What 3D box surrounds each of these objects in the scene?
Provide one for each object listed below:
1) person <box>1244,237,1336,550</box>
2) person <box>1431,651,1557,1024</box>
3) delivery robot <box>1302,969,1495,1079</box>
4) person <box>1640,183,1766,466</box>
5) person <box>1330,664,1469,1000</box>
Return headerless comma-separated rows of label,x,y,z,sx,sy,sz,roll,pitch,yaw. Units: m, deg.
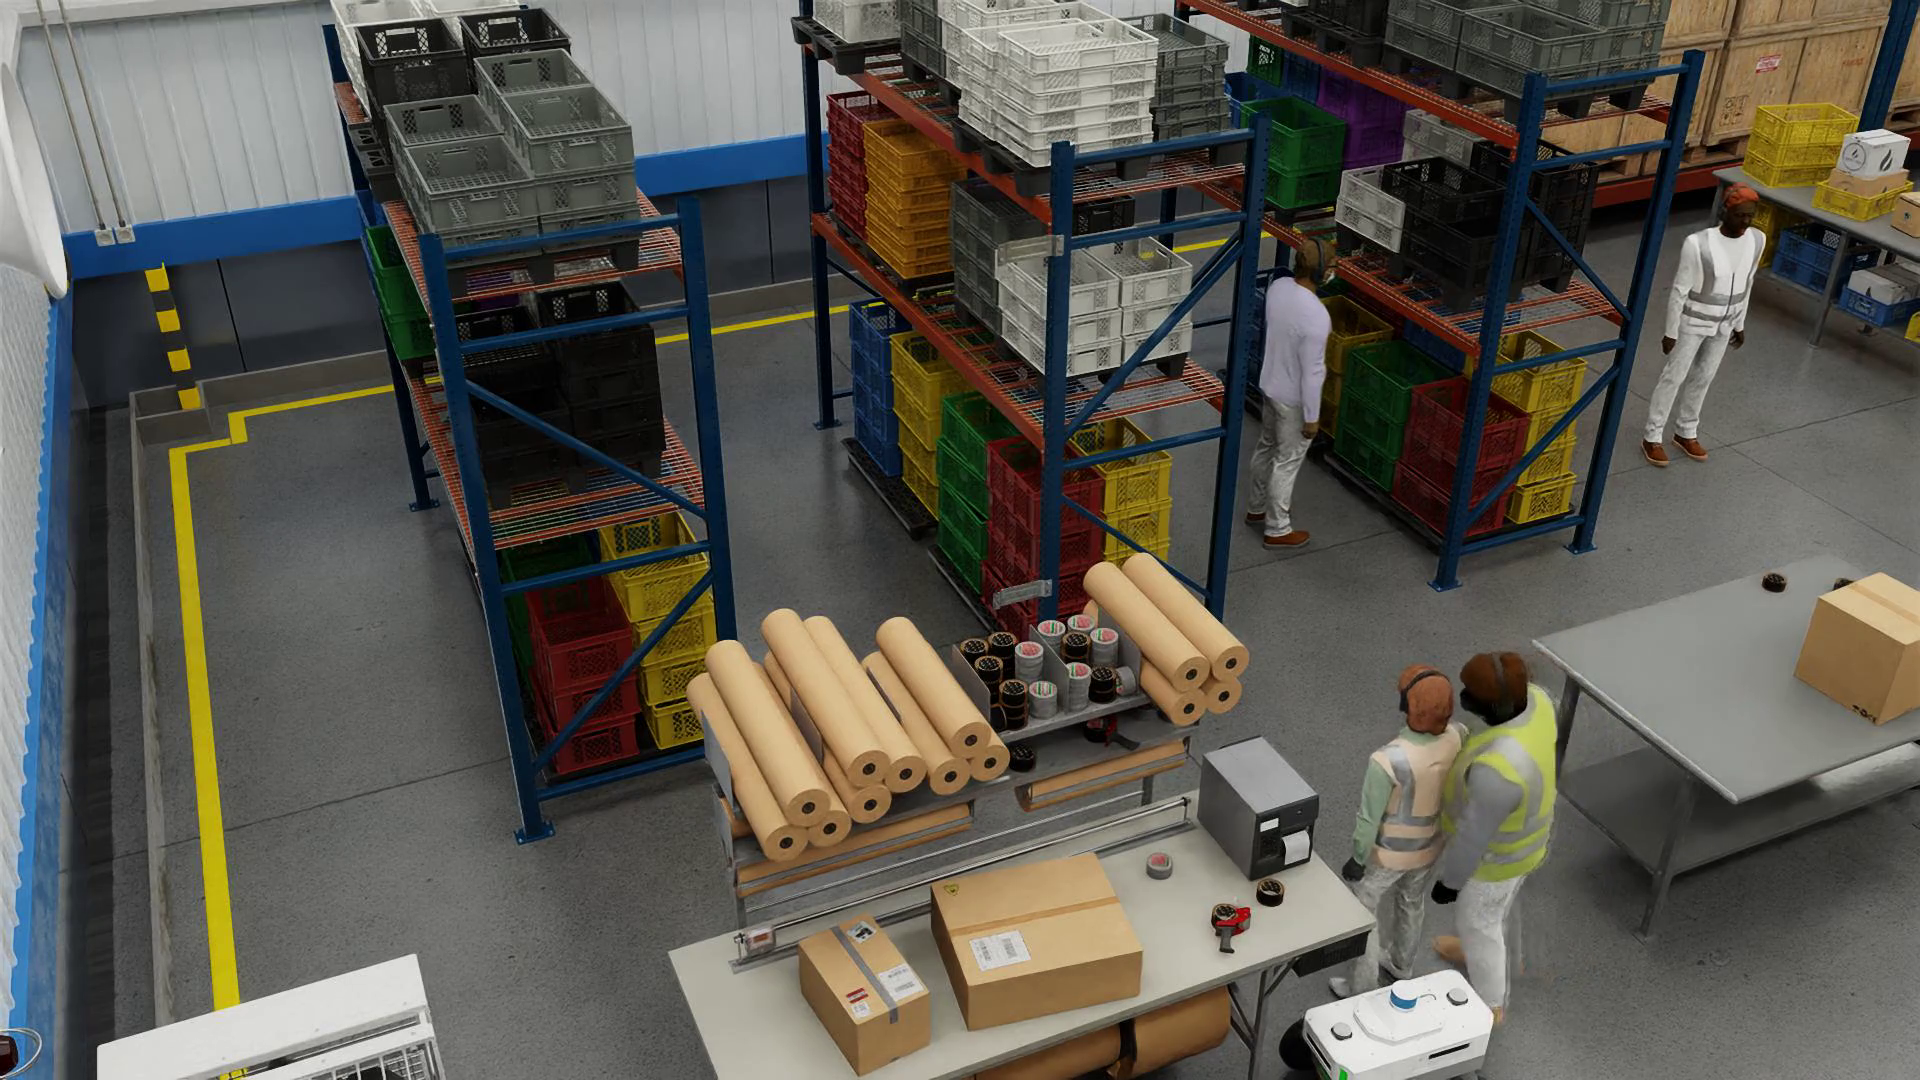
person,1.942,-0.854,9.759,0.369,1.932,0.633,-8,32,-12
person,2.083,1.189,6.564,0.458,1.813,0.661,14,34,21
delivery robot,1.701,1.919,6.473,0.707,0.478,0.477,-11,33,-17
person,4.771,-1.370,10.641,0.585,1.882,0.337,-8,32,-12
person,1.771,1.215,6.685,0.530,1.629,0.331,-18,36,-27
